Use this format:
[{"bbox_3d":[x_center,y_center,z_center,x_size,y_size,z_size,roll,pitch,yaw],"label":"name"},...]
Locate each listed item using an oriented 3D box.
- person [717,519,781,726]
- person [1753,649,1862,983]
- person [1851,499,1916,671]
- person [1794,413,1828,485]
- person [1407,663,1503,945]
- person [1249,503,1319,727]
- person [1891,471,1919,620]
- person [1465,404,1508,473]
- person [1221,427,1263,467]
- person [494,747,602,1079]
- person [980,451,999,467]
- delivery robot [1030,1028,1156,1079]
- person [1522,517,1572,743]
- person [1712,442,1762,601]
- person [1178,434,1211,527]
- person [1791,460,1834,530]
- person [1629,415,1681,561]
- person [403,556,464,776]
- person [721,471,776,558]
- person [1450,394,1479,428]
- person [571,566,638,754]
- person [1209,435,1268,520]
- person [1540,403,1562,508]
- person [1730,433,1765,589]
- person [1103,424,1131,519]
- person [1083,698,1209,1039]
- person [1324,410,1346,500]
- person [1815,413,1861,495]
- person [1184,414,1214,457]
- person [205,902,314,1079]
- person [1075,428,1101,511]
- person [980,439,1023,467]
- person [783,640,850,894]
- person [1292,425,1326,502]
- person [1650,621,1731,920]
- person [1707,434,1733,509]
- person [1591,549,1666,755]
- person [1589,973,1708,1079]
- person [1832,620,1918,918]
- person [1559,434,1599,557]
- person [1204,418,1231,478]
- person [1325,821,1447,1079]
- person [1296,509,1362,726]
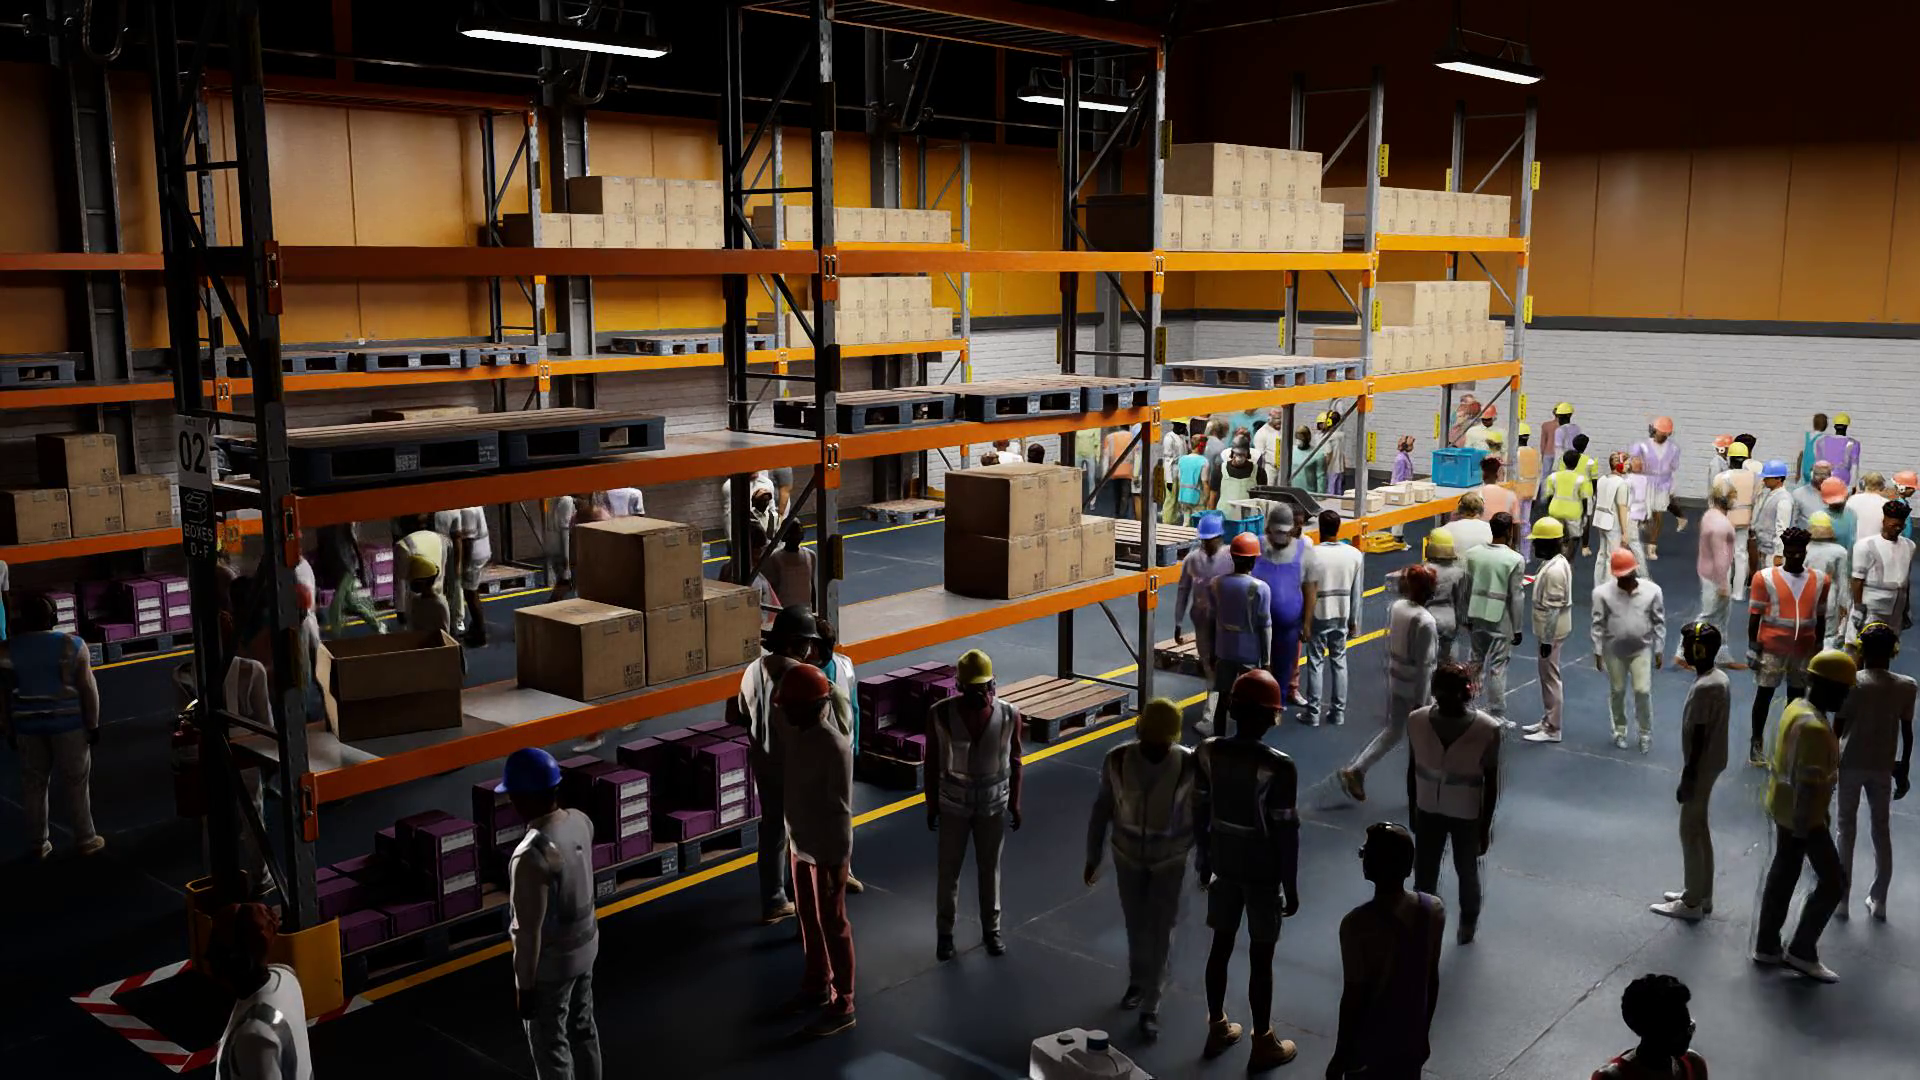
[{"bbox_3d":[-1.653,0.834,13.304,0.536,2.000,0.688,-4,10,-24],"label":"person"},{"bbox_3d":[4.852,1.552,9.451,0.564,1.894,0.587,2,10,13],"label":"person"},{"bbox_3d":[8.277,0.605,14.918,0.601,1.958,0.380,-2,10,-12],"label":"person"},{"bbox_3d":[12.829,-0.978,24.788,0.827,1.811,0.516,-4,10,-22],"label":"person"},{"bbox_3d":[2.852,1.571,9.651,0.557,1.802,0.965,6,11,31],"label":"person"},{"bbox_3d":[2.713,0.666,14.310,0.694,2.000,0.867,2,10,13],"label":"person"},{"bbox_3d":[10.544,0.079,18.705,0.354,1.738,0.577,5,11,28],"label":"person"},{"bbox_3d":[7.771,-1.030,24.601,0.614,1.982,0.405,3,10,17],"label":"person"},{"bbox_3d":[3.802,-0.607,22.489,0.570,1.844,0.377,3,10,15],"label":"person"},{"bbox_3d":[-1.837,1.866,7.456,0.419,1.939,0.607,2,10,13],"label":"person"},{"bbox_3d":[0.339,-0.127,19.624,0.344,1.847,0.505,2,10,11],"label":"person"},{"bbox_3d":[0.627,2.485,7.596,0.477,0.478,0.707,-6,11,-30],"label":"delivery robot"},{"bbox_3d":[4.979,0.759,14.128,0.397,1.919,0.588,3,10,15],"label":"person"},{"bbox_3d":[9.218,-0.196,19.869,0.634,1.935,0.414,-1,10,-9],"label":"person"},{"bbox_3d":[3.054,-0.462,21.648,0.390,1.838,0.562,-6,11,-33],"label":"person"},{"bbox_3d":[9.521,0.052,18.449,0.677,1.889,0.705,2,10,14],"label":"person"},{"bbox_3d":[9.490,-0.733,22.779,0.615,2.010,0.670,1,10,7],"label":"person"},{"bbox_3d":[-4.214,0.990,13.229,0.349,1.758,0.522,-9,13,-43],"label":"person"},{"bbox_3d":[-2.402,-0.062,19.095,0.643,1.898,0.398,-5,11,-28],"label":"person"},{"bbox_3d":[8.277,-1.435,27.243,0.639,1.913,0.409,-7,12,-34],"label":"person"},{"bbox_3d":[-2.983,0.783,14.080,0.600,1.892,0.947,6,11,32],"label":"person"},{"bbox_3d":[3.292,-0.235,19.686,0.684,2.000,0.538,1,10,6],"label":"person"},{"bbox_3d":[9.830,-1.384,27.417,0.532,1.754,0.340,8,12,39],"label":"person"},{"bbox_3d":[9.709,-0.345,20.606,0.607,1.958,0.384,-6,11,-31],"label":"person"},{"bbox_3d":[2.441,-0.981,24.622,0.603,1.875,0.976,4,10,21],"label":"person"},{"bbox_3d":[0.974,1.713,8.819,0.656,1.781,0.780,3,10,20],"label":"person"},{"bbox_3d":[5.521,-0.987,24.684,0.331,1.872,0.513,9,13,44],"label":"person"},{"bbox_3d":[12.511,-0.854,23.758,0.589,1.918,0.402,9,13,43],"label":"person"},{"bbox_3d":[3.702,-1.191,25.434,0.620,2.030,0.404,7,12,38],"label":"person"},{"bbox_3d":[-2.427,2.166,5.826,0.359,1.883,0.573,-2,10,-14],"label":"person"},{"bbox_3d":[2.039,-1.352,27.195,0.525,1.762,0.338,2,10,12],"label":"person"},{"bbox_3d":[0.546,-0.492,21.716,0.584,1.878,0.362,1,10,5],"label":"person"},{"bbox_3d":[-0.952,1.439,10.565,0.562,1.746,0.339,8,12,40],"label":"person"},{"bbox_3d":[4.507,-0.561,21.946,0.635,1.936,0.356,8,12,40],"label":"person"},{"bbox_3d":[4.572,1.426,10.341,0.350,1.856,0.525,6,11,33],"label":"person"},{"bbox_3d":[10.242,-0.550,22.415,0.318,1.755,0.560,6,11,32],"label":"person"},{"bbox_3d":[5.531,0.920,13.799,0.589,1.709,0.576,4,10,21],"label":"person"},{"bbox_3d":[2.325,2.284,5.664,0.537,1.700,0.317,-5,11,-27],"label":"person"},{"bbox_3d":[5.610,1.420,10.317,0.538,1.869,0.313,1,10,7],"label":"person"},{"bbox_3d":[8.538,-0.618,22.995,0.535,1.697,0.322,5,11,30],"label":"person"},{"bbox_3d":[3.574,-0.761,23.282,0.590,1.905,0.687,-3,10,-16],"label":"person"},{"bbox_3d":[1.711,2.031,6.742,0.509,1.846,0.342,-5,11,-28],"label":"person"},{"bbox_3d":[3.230,0.688,14.584,0.597,1.909,0.405,-3,10,-16],"label":"person"}]
